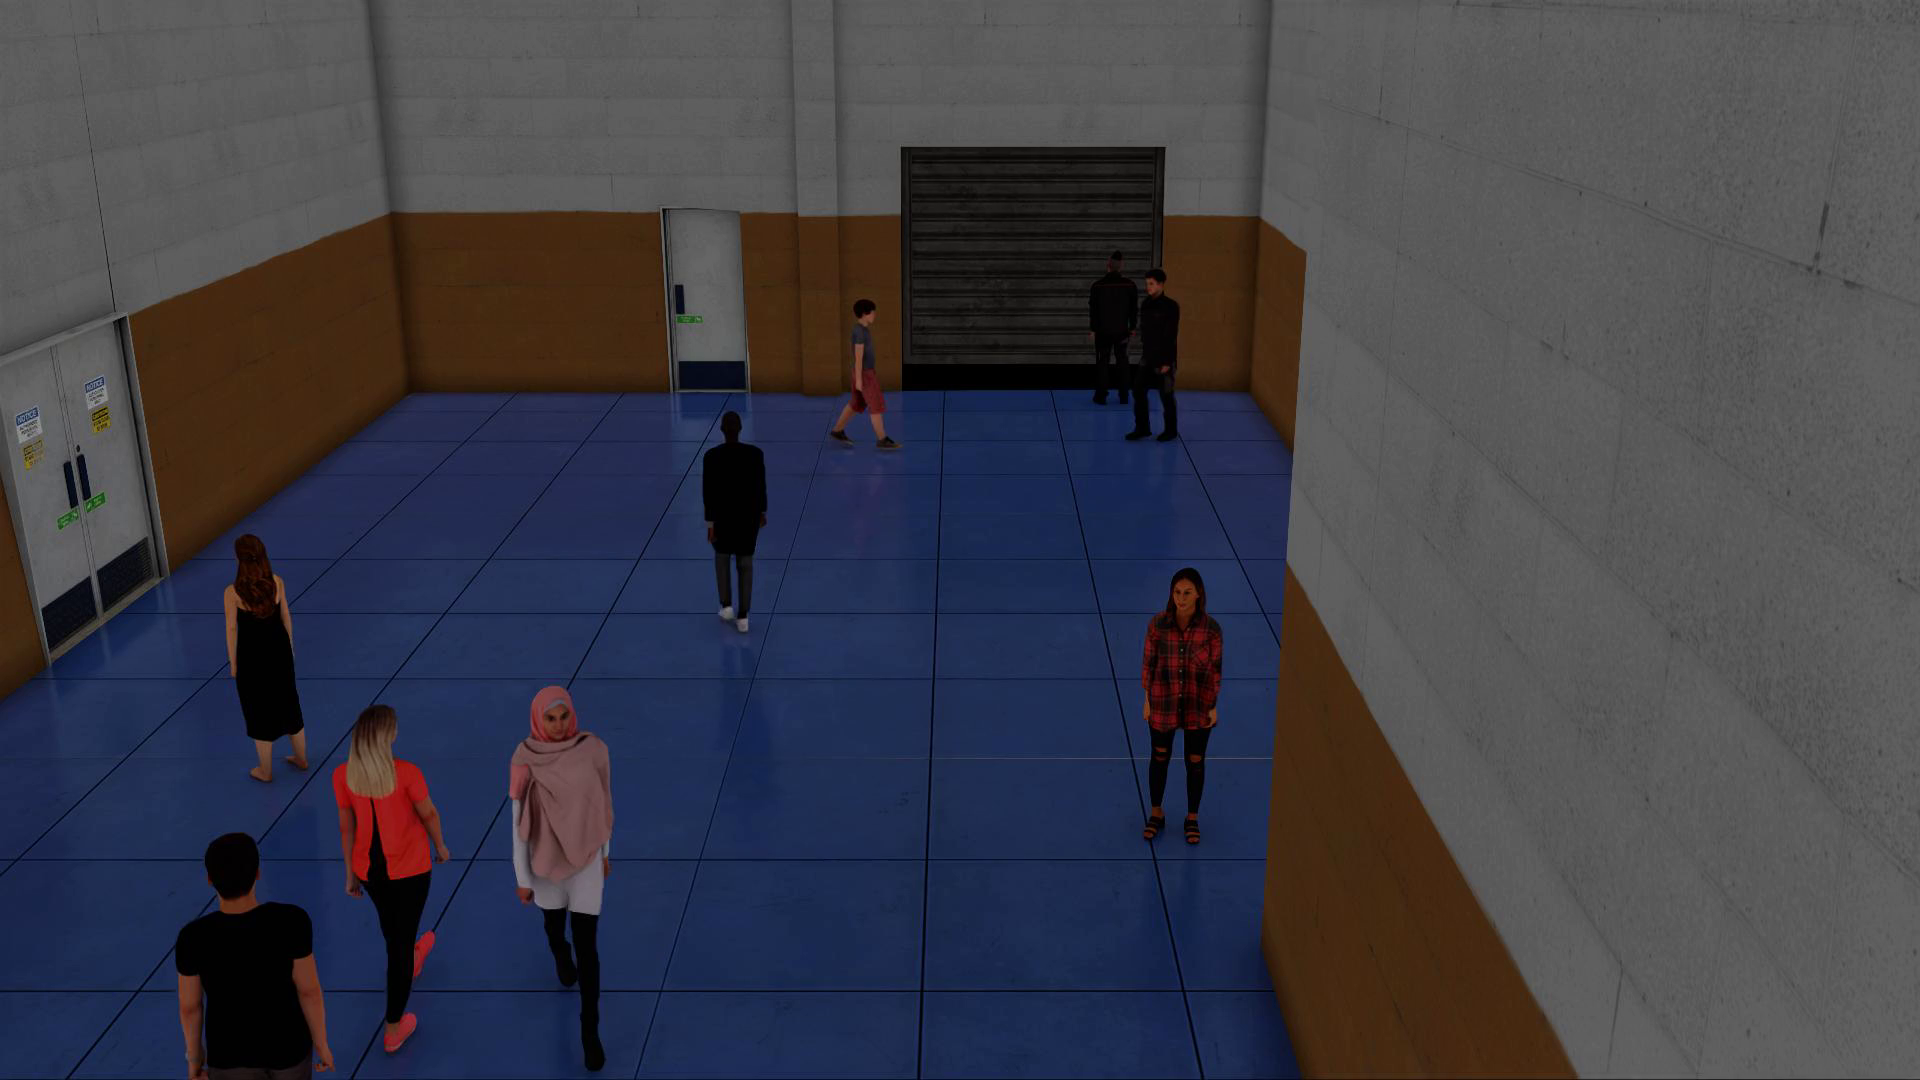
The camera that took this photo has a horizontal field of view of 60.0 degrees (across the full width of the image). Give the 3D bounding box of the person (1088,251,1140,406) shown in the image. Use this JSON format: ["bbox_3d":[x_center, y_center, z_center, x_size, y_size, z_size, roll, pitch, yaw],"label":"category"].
[{"bbox_3d":[1.832,-2.544,19.882,0.573,1.861,0.838,-2,19,-5],"label":"person"}]

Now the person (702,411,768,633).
[{"bbox_3d":[-1.737,-0.119,12.904,0.687,1.748,0.787,-4,19,-11],"label":"person"}]

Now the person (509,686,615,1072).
[{"bbox_3d":[-1.926,1.531,7.992,1.228,1.759,0.981,-7,20,-20],"label":"person"}]

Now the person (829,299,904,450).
[{"bbox_3d":[-1.119,-1.768,17.973,1.032,1.620,0.606,0,19,1],"label":"person"}]

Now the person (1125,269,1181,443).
[{"bbox_3d":[2.266,-2.038,18.326,1.019,1.920,0.956,-17,25,-41],"label":"person"}]

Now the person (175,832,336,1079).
[{"bbox_3d":[-2.706,2.026,6.408,1.230,1.833,1.083,-9,21,-24],"label":"person"}]

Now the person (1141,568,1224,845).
[{"bbox_3d":[1.299,0.968,9.751,0.562,1.703,0.724,4,19,12],"label":"person"}]

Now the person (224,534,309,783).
[{"bbox_3d":[-4.409,0.742,10.546,0.729,1.623,0.674,16,24,39],"label":"person"}]

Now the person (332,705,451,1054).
[{"bbox_3d":[-2.721,1.630,7.861,1.012,1.656,0.742,2,19,7],"label":"person"}]
